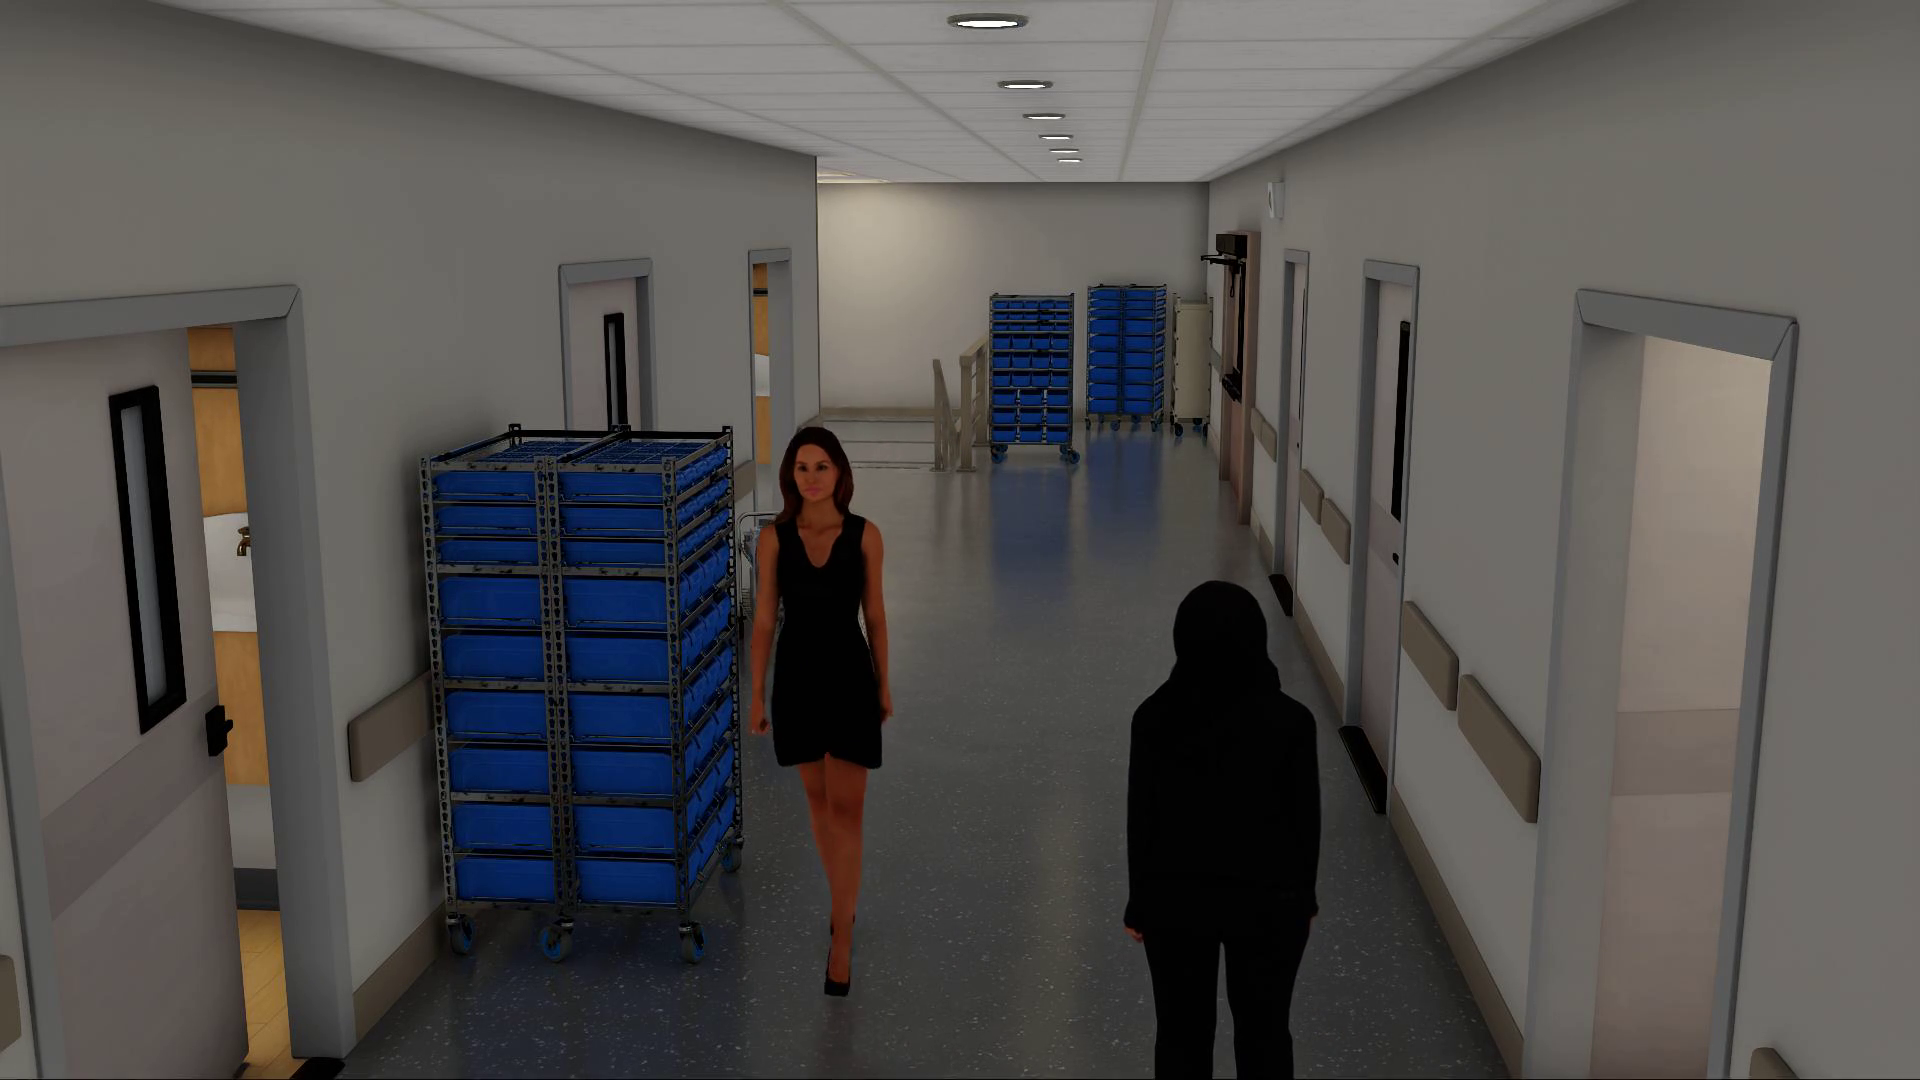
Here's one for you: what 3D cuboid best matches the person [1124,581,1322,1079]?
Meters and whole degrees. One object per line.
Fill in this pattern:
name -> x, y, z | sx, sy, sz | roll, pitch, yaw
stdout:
person -> 0.654, 0.904, 4.155 | 0.642, 1.612, 0.615 | 1, 11, 8

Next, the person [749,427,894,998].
person -> -0.446, 0.534, 5.583 | 0.650, 1.807, 1.014 | 0, 11, 0
